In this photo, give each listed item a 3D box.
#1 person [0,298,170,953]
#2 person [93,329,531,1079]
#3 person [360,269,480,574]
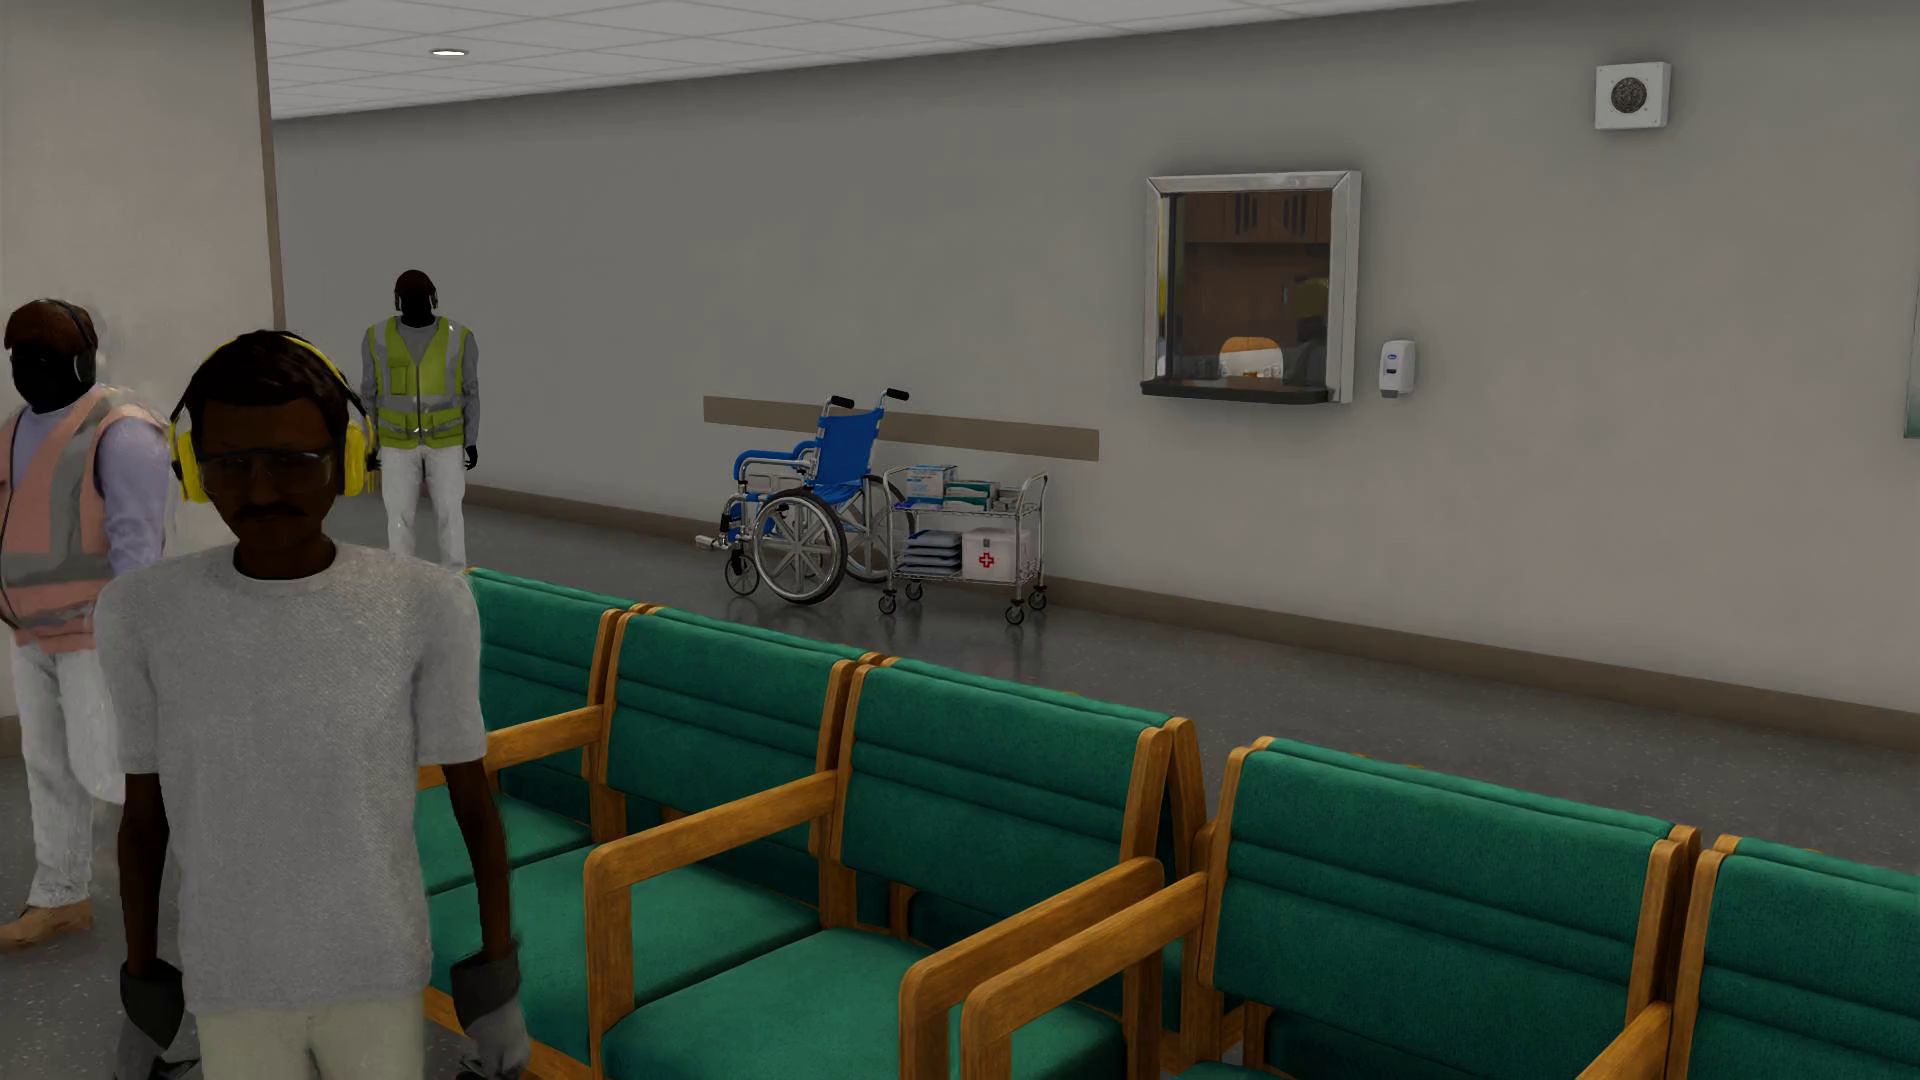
[{"bbox_3d":[-2.407,0.236,4.682,0.657,1.829,0.602,6,12,30],"label":"person"},{"bbox_3d":[-0.889,0.640,2.299,0.557,1.852,0.433,-2,10,-13],"label":"person"},{"bbox_3d":[-2.921,-0.537,9.043,0.627,1.844,0.429,-3,10,-15],"label":"person"}]
